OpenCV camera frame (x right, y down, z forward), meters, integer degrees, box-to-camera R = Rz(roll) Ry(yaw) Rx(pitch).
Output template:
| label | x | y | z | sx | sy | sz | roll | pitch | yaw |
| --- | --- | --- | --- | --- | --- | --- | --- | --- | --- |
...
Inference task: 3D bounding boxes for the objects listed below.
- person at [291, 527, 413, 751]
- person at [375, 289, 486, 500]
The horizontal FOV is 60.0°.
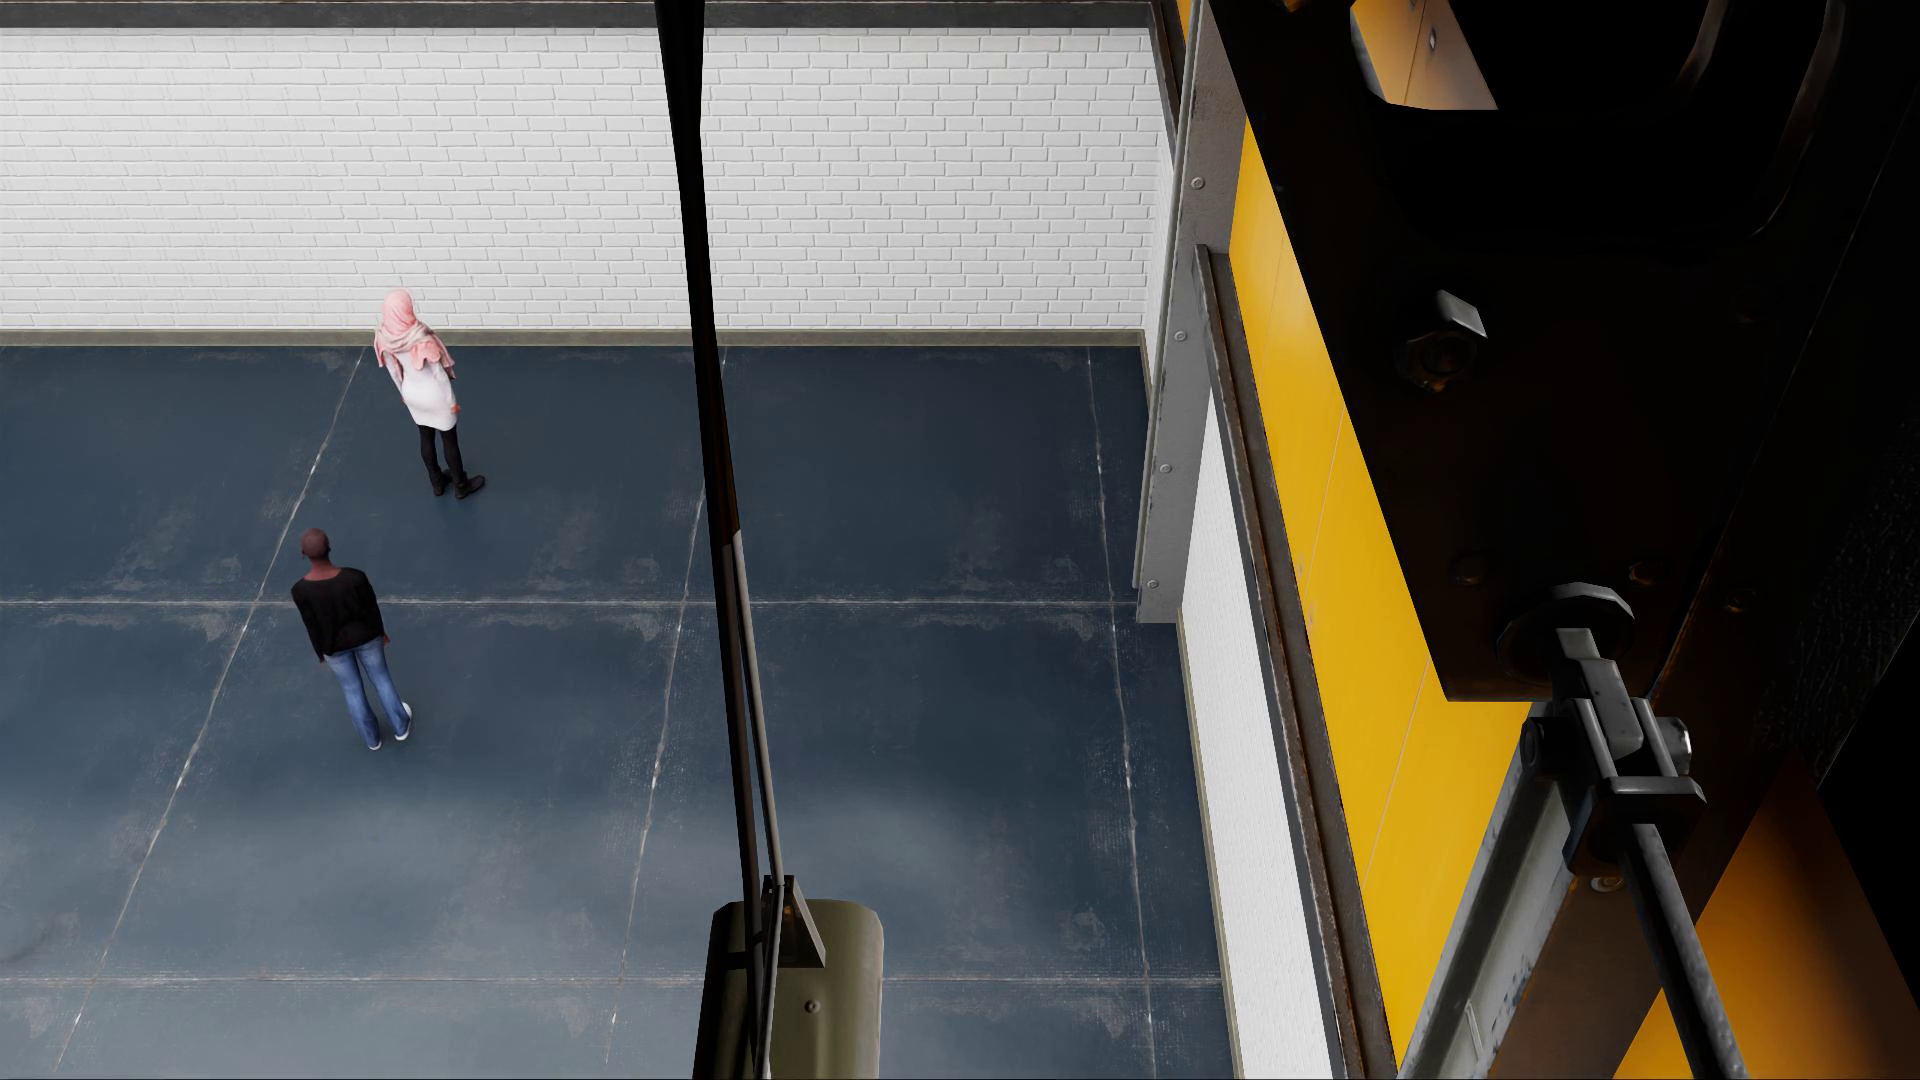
| label | x | y | z | sx | sy | sz | roll | pitch | yaw |
| --- | --- | --- | --- | --- | --- | --- | --- | --- | --- |
| person | -3.743 | 0.616 | 10.200 | 0.672 | 1.748 | 0.669 | -16 | 46 | -17 |
| person | -3.811 | -1.032 | 11.889 | 0.708 | 1.804 | 0.708 | 14 | 45 | 14 |
